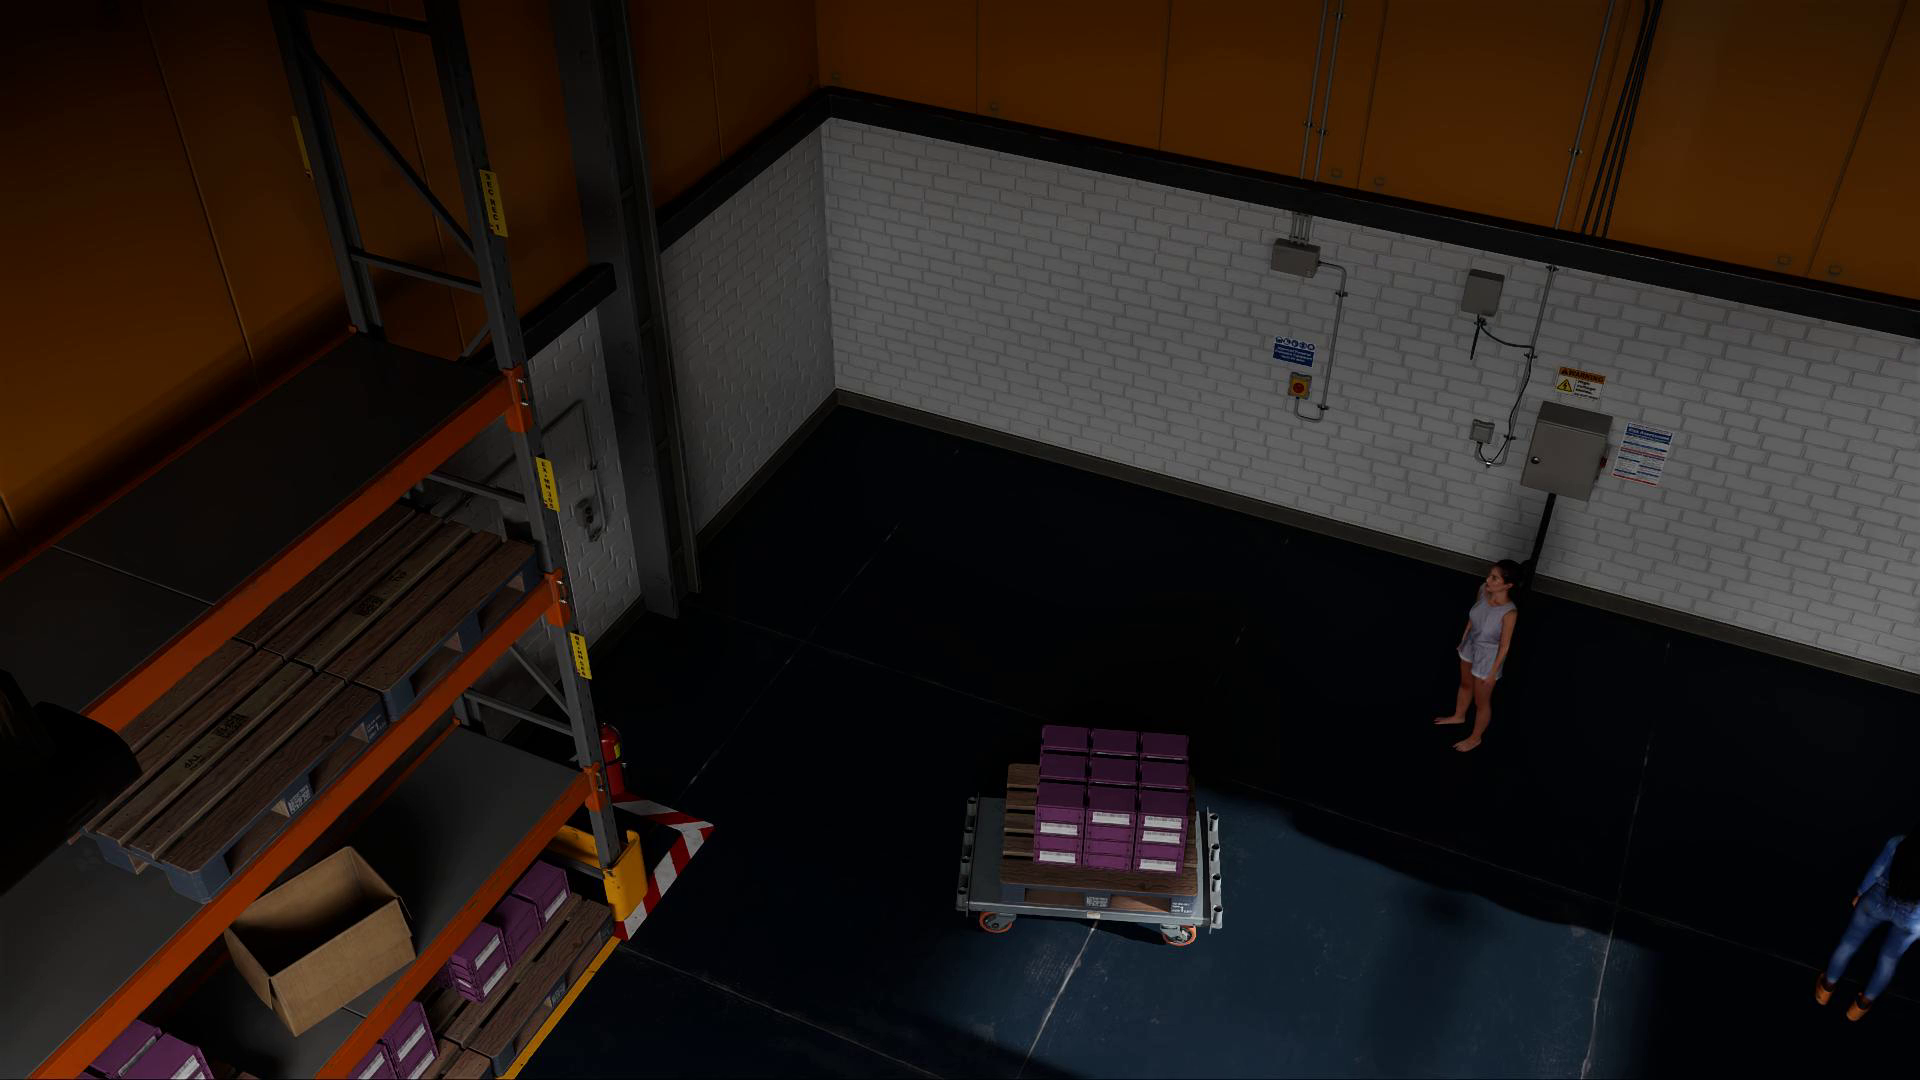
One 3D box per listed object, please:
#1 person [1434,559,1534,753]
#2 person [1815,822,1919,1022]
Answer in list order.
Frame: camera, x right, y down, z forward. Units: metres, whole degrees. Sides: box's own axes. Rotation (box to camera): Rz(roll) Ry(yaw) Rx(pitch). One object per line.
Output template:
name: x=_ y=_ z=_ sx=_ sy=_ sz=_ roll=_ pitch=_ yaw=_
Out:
person: x=3.609 y=0.769 z=11.442 sx=0.722 sy=1.607 sz=0.653 roll=-10 pitch=40 yaw=-13
person: x=5.398 y=2.163 z=9.613 sx=0.634 sy=1.711 sz=0.566 roll=22 pitch=44 yaw=25
